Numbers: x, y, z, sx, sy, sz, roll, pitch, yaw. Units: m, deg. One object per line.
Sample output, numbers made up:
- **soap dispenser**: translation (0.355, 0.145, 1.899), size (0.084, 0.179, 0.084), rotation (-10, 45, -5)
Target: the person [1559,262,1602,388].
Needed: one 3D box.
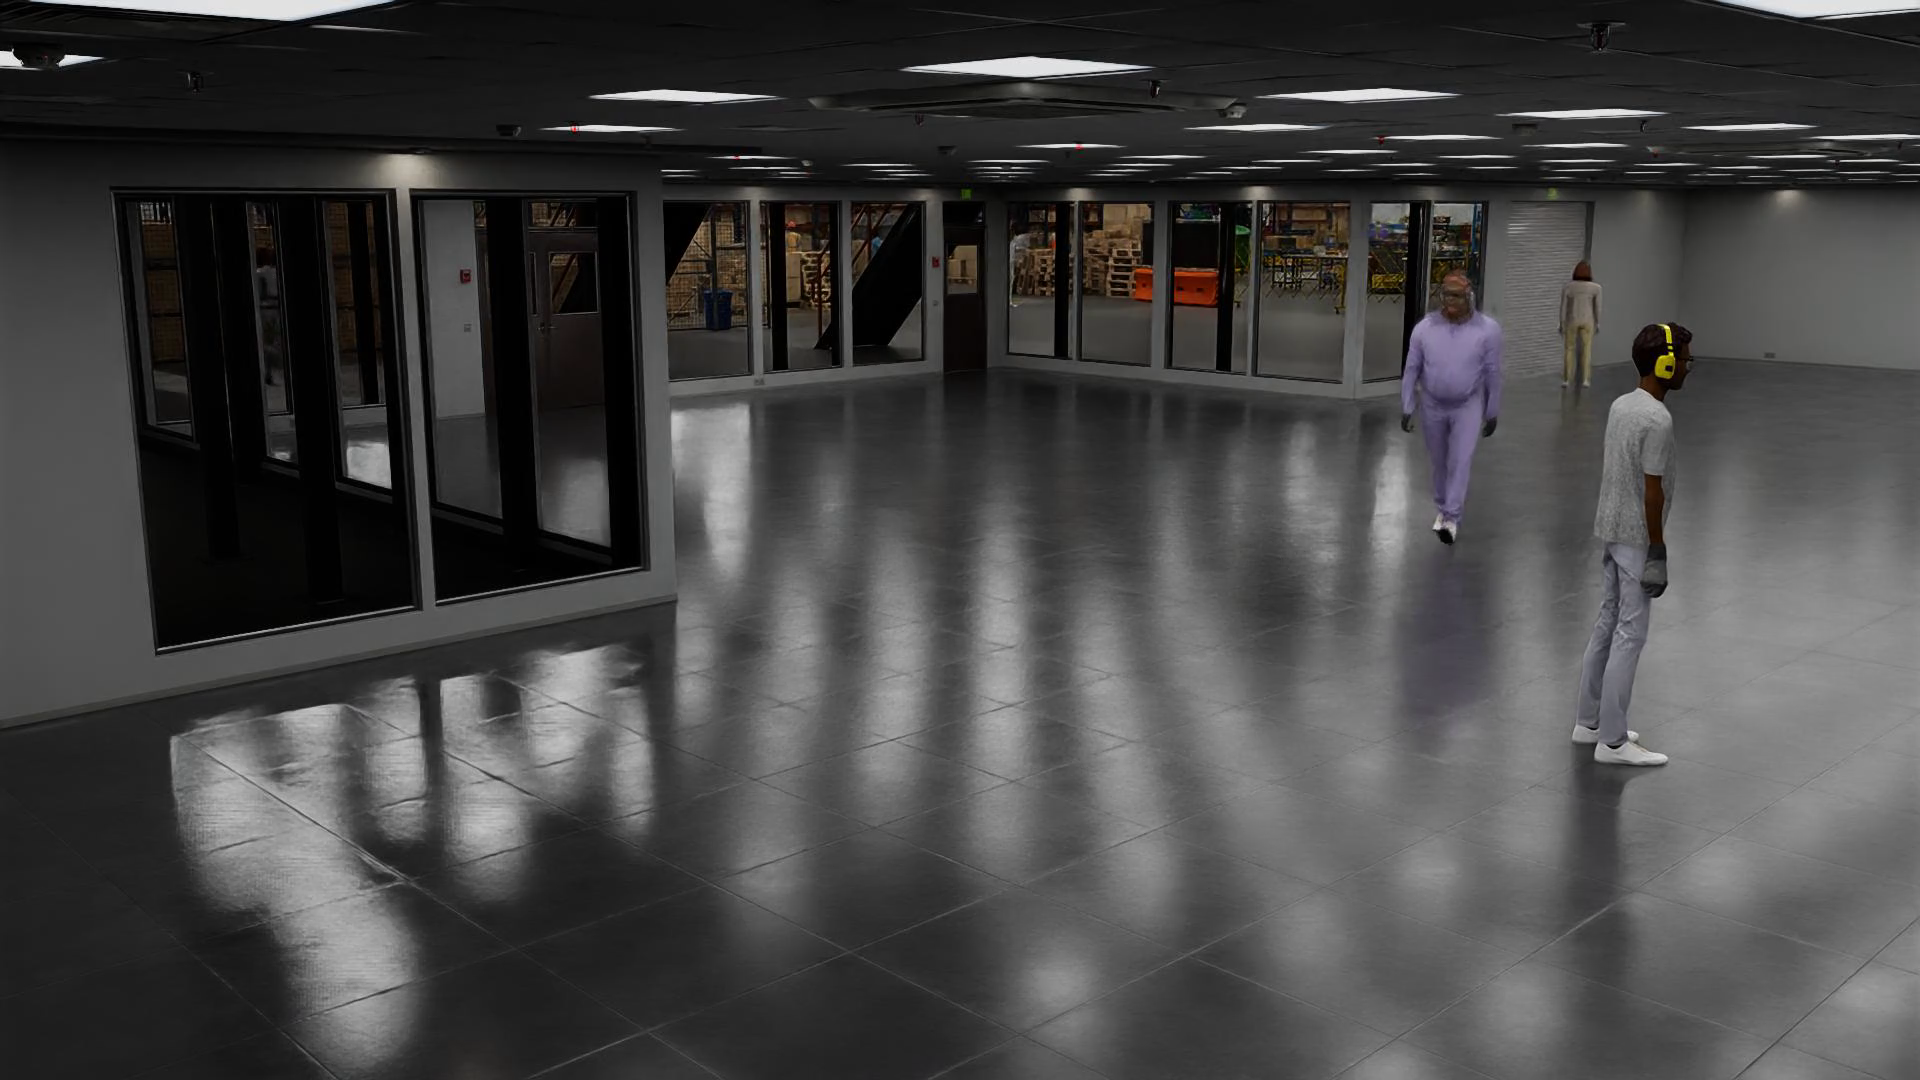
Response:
- **person**: translation (8.085, -2.804, 21.695), size (0.507, 1.631, 0.266), rotation (4, 12, 18)

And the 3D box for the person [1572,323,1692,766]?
- **person**: translation (2.850, 0.019, 7.013), size (0.328, 1.861, 0.506), rotation (0, 11, 1)

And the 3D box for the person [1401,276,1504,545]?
- **person**: translation (3.438, -0.917, 11.695), size (0.647, 1.845, 1.055), rotation (6, 13, 26)
